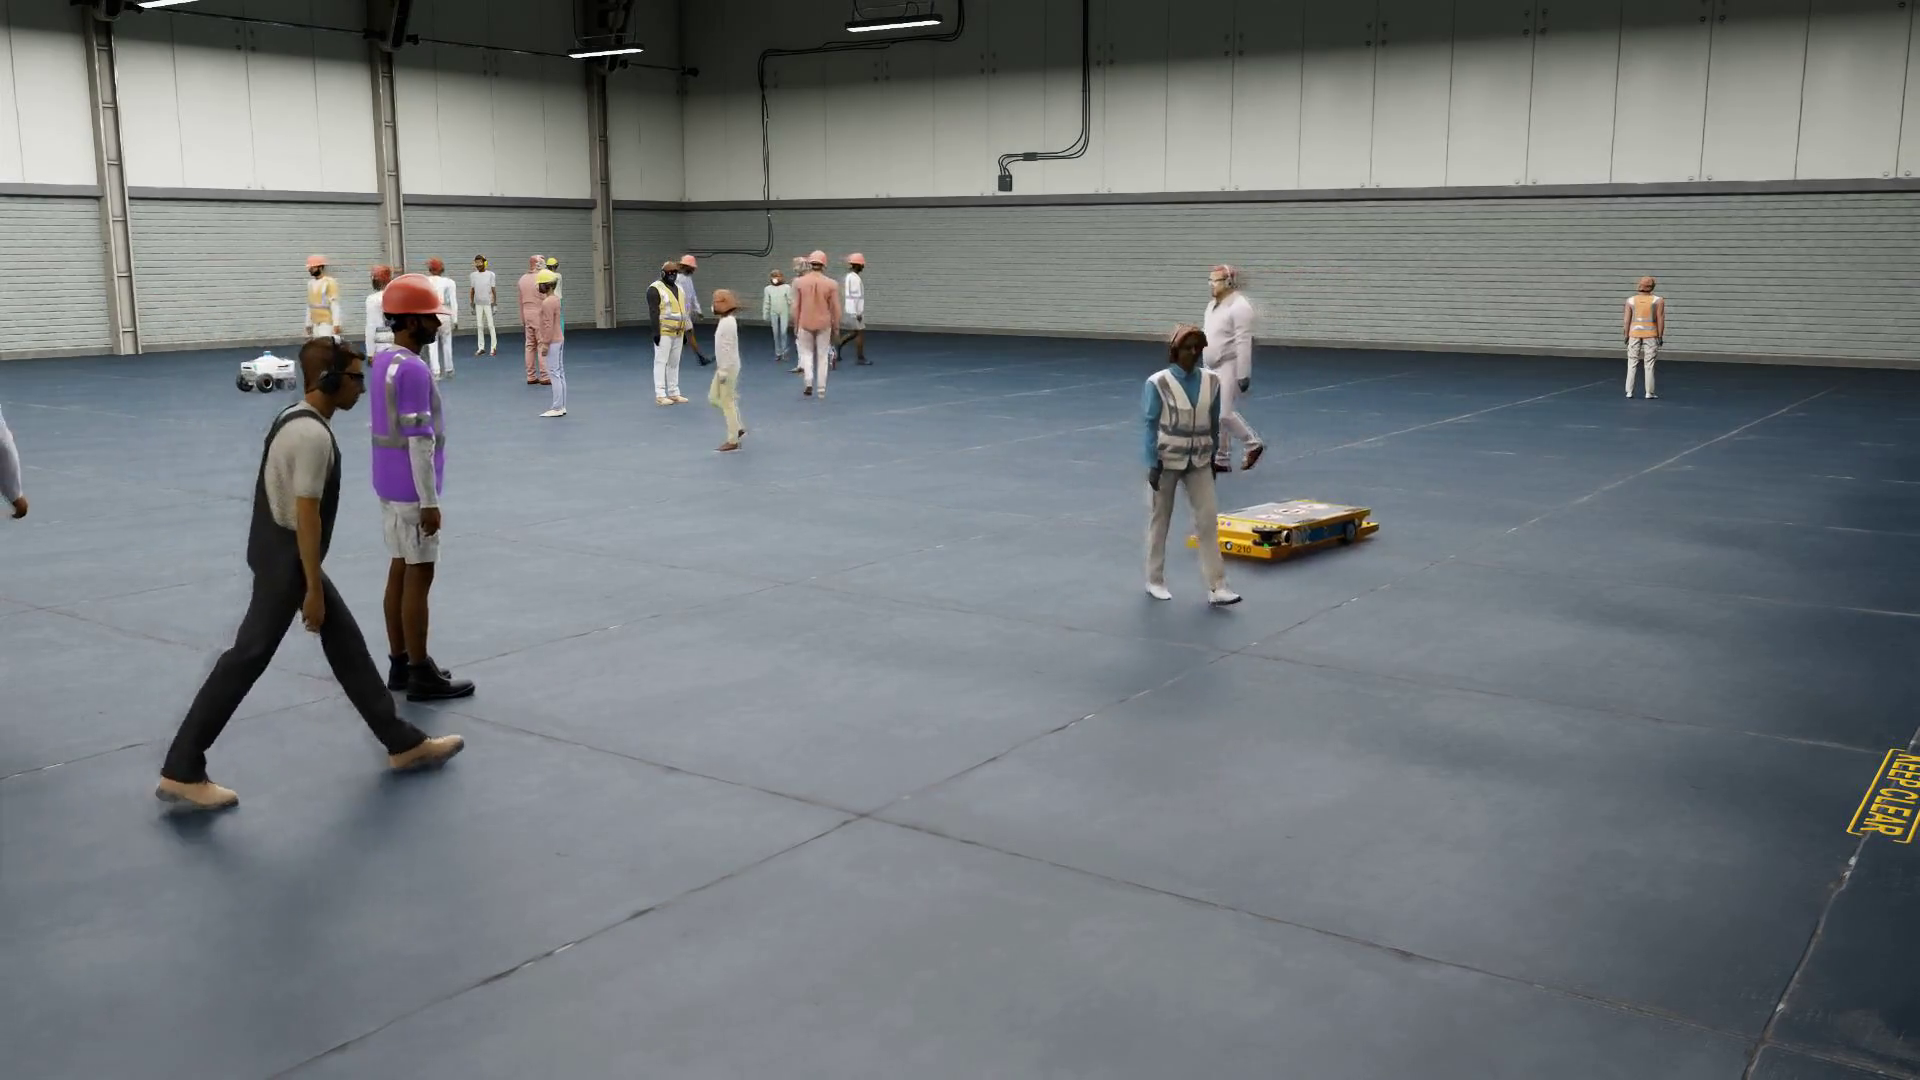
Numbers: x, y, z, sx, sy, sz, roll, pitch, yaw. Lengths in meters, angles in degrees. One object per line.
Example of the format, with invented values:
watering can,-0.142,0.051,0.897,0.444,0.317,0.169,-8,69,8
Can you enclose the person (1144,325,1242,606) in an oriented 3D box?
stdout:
person,1.310,-0.405,9.481,0.533,1.604,0.782,-4,11,-20

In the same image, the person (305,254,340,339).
person,-9.264,-3.172,24.088,0.564,1.917,0.410,6,12,30

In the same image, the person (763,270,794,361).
person,-3.191,-3.936,29.243,0.556,1.603,0.656,2,10,9

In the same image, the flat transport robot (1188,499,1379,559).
flat transport robot,2.254,-0.095,11.481,0.652,0.197,1.431,9,14,42

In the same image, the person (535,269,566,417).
person,-4.914,-2.357,19.967,0.311,1.768,0.524,0,10,-1

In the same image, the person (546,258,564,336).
person,-8.598,-5.078,35.202,0.311,1.768,0.533,3,10,15

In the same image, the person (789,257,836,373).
person,-2.398,-3.649,26.937,0.864,1.865,0.687,-9,14,-42

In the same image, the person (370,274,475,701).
person,-2.486,-0.240,7.620,0.379,1.938,0.547,-7,12,-33

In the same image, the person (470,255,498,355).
person,-8.869,-4.369,30.976,0.517,1.864,0.315,1,10,5

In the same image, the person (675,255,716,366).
person,-4.635,-3.866,28.135,1.024,1.869,0.569,1,10,8

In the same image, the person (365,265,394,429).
person,-6.238,-2.098,18.312,0.906,1.853,0.590,4,11,20

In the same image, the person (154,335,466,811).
person,-2.503,0.113,6.241,1.139,1.747,0.530,-5,11,-24

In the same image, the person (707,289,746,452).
person,-2.361,-1.682,16.590,0.338,1.624,0.505,-3,10,-15

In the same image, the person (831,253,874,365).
person,-1.835,-3.916,28.270,0.658,1.919,0.547,-3,10,-14

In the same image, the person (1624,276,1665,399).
person,9.139,-2.700,22.243,0.513,1.638,0.309,7,12,35

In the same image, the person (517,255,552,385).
person,-6.200,-3.235,24.497,0.642,1.905,0.399,7,12,35

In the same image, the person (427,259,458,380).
person,-8.004,-3.385,25.534,0.602,1.826,0.968,-2,10,-9

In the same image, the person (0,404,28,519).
person,-4.768,-0.210,7.866,0.592,1.785,0.915,-2,10,-10

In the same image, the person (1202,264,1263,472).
person,2.402,-1.526,14.951,0.481,1.894,0.651,-3,11,-17

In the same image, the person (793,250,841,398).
person,-1.914,-2.891,22.354,0.652,1.976,0.443,1,10,4

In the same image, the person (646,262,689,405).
person,-3.755,-2.670,21.520,0.430,1.839,0.619,6,12,30

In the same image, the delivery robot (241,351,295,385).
delivery robot,-9.737,-2.414,23.410,0.477,0.478,0.707,5,12,28
